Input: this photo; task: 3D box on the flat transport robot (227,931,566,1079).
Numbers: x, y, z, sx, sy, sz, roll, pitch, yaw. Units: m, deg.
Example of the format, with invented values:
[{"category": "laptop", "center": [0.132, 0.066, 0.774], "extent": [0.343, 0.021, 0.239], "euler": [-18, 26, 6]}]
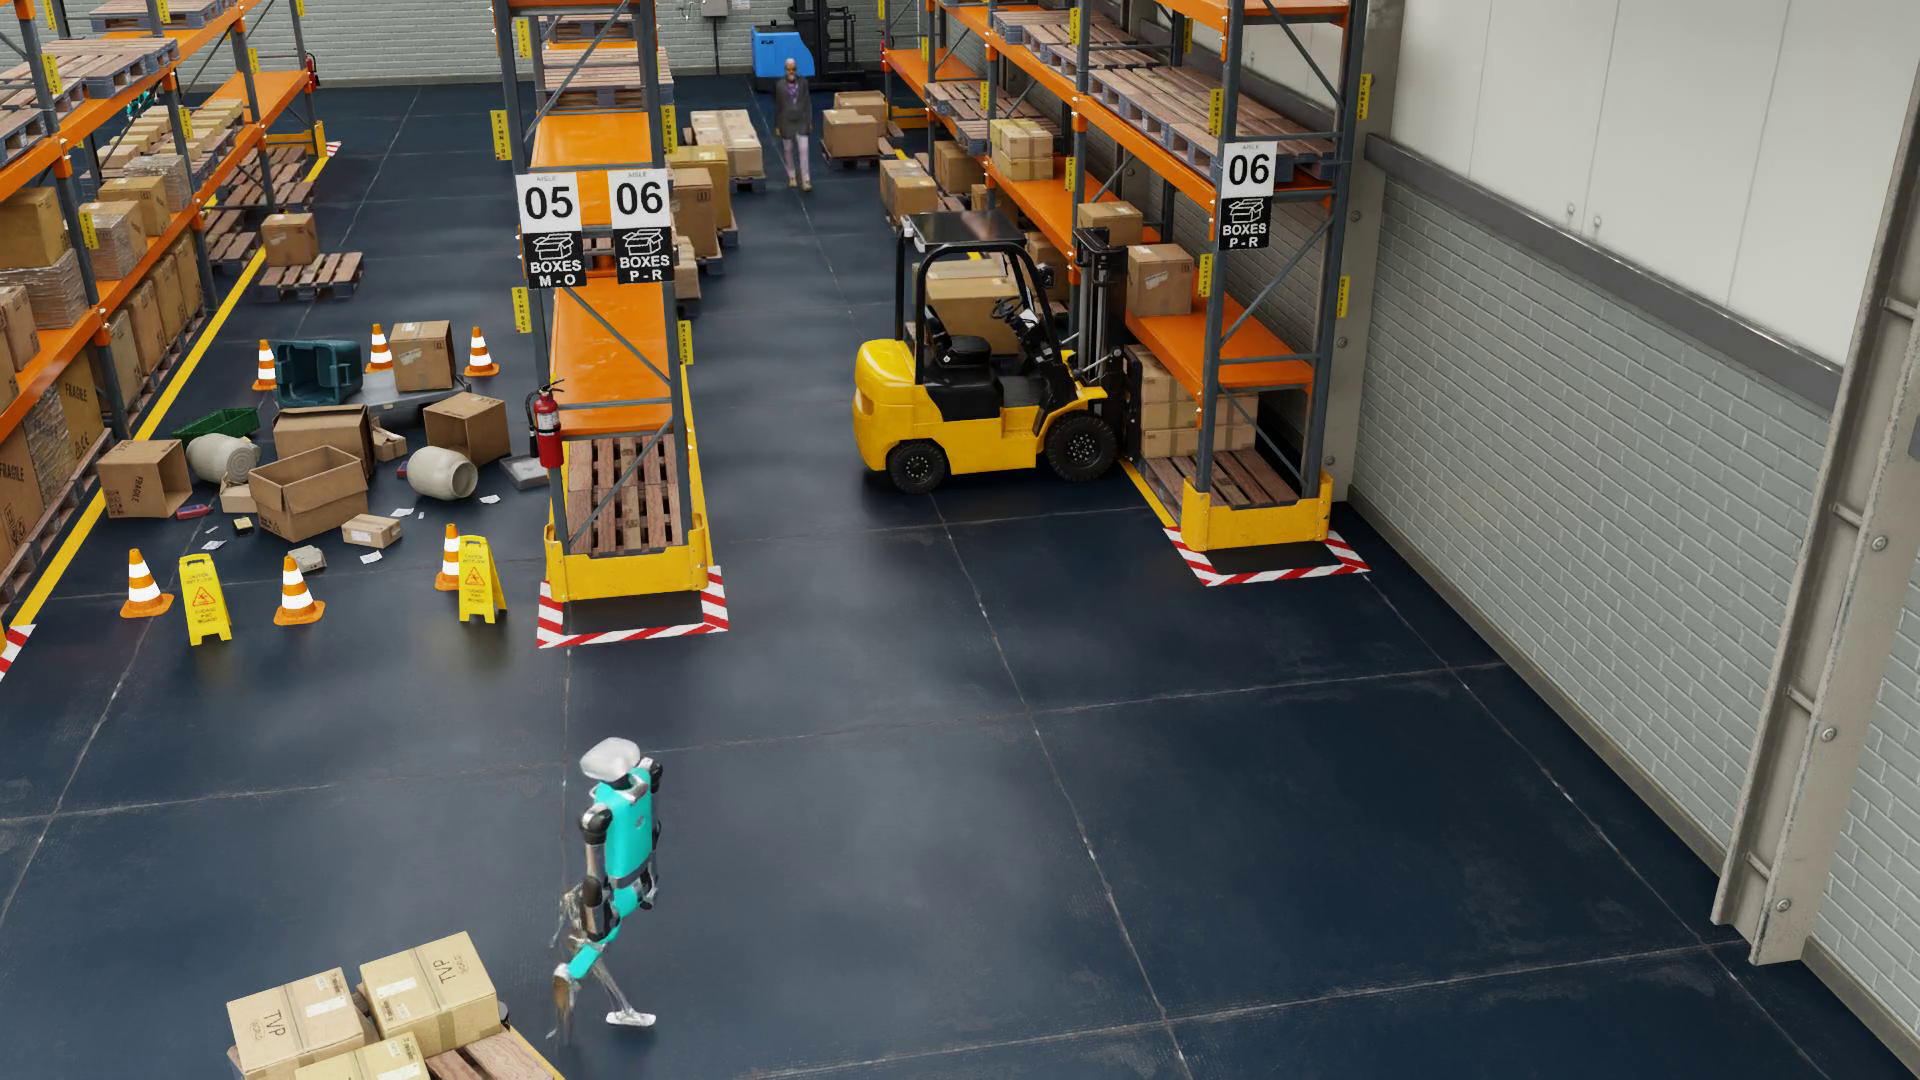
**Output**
[{"category": "flat transport robot", "center": [-2.587, 2.653, 7.604], "extent": [1.431, 0.231, 0.659], "euler": [-22, 34, -38]}]

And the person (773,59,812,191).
[{"category": "person", "center": [-2.346, -5.843, 23.501], "extent": [0.574, 1.816, 0.904], "euler": [-5, 26, -11]}]

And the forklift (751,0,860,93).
[{"category": "forklift", "center": [-2.872, -9.679, 30.288], "extent": [1.873, 2.768, 1.129], "euler": [-5, 26, -10]}]

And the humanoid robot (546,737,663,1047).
[{"category": "humanoid robot", "center": [-1.784, 1.730, 7.949], "extent": [0.793, 1.893, 0.548], "euler": [11, 28, 22]}]

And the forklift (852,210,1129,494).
[{"category": "forklift", "center": [0.216, -1.659, 14.366], "extent": [2.313, 2.155, 1.214], "euler": [-5, 26, -10]}]

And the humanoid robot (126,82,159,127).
[{"category": "humanoid robot", "center": [-12.772, -6.970, 25.795], "extent": [0.735, 1.677, 0.533], "euler": [22, 33, 38]}]
